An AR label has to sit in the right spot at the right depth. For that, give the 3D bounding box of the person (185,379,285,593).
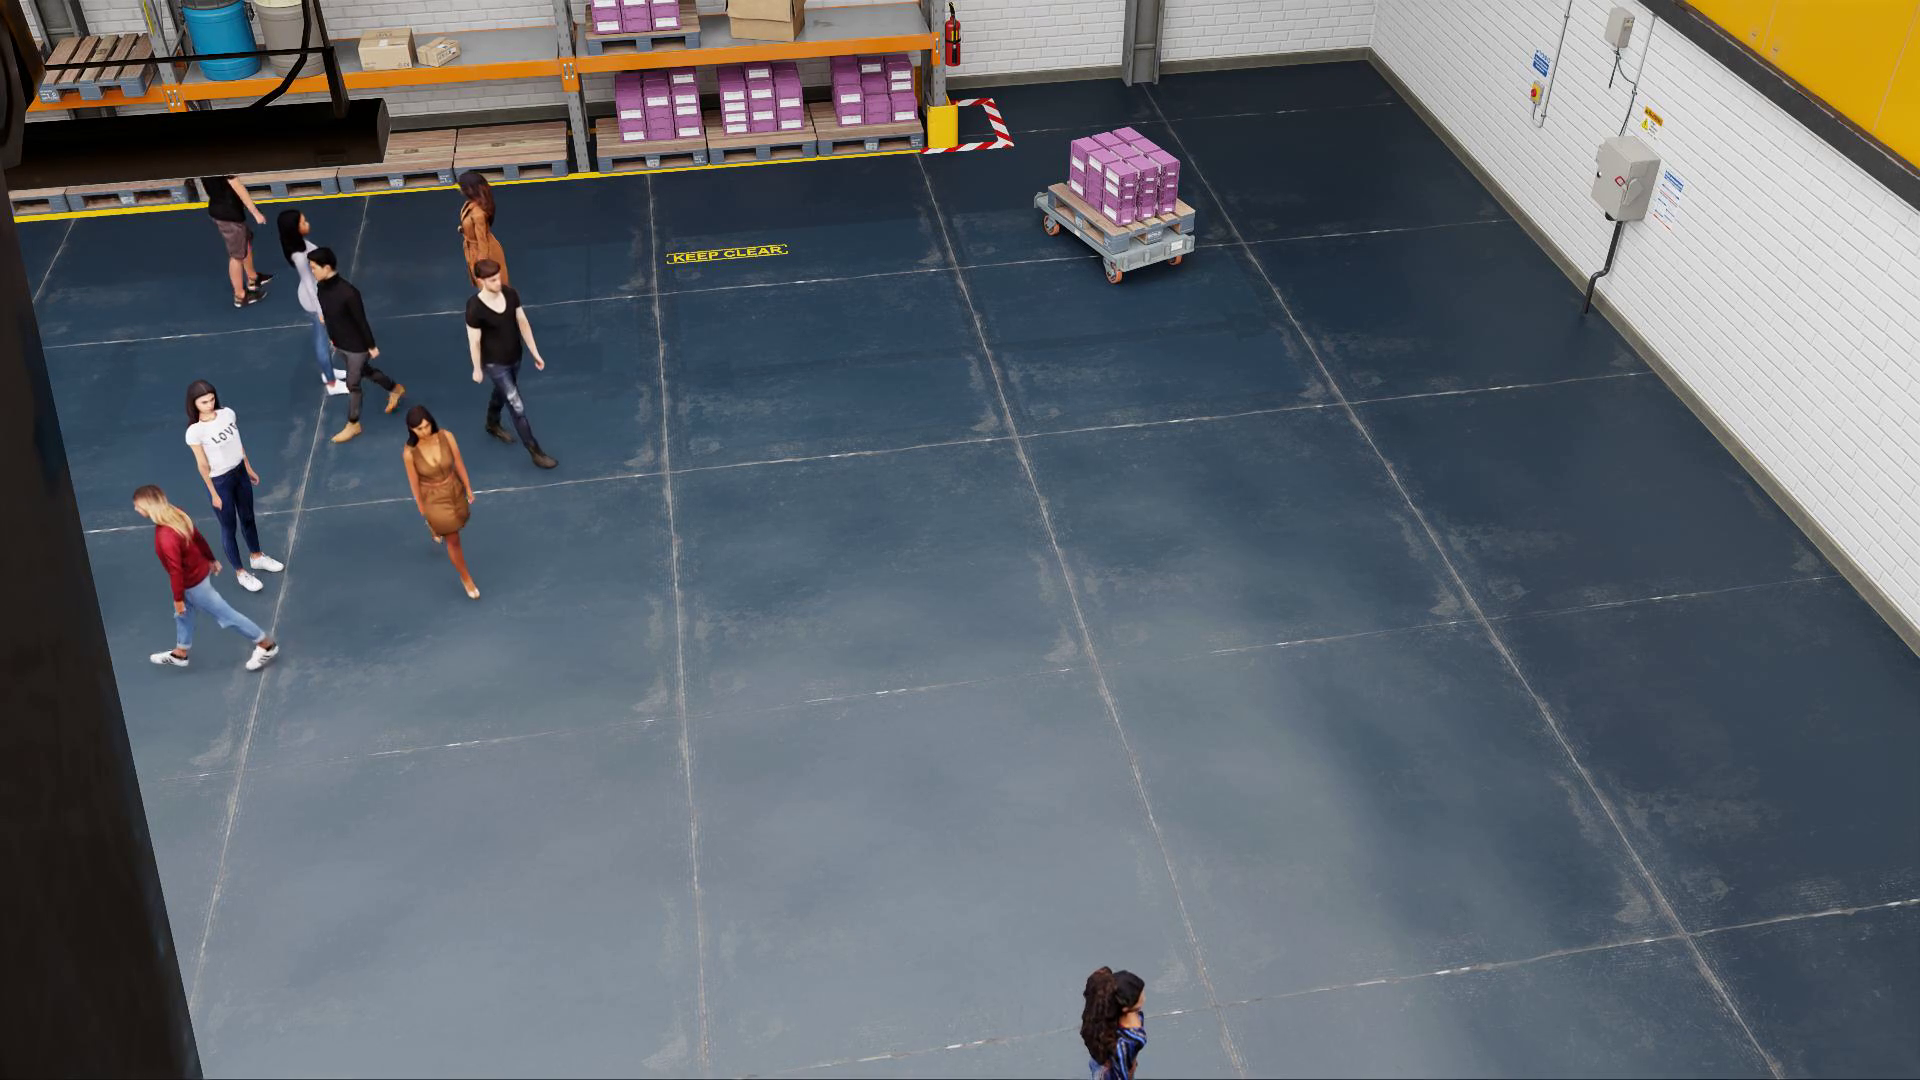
[{"bbox_3d":[-5.478,-0.426,12.423,0.681,1.775,0.668,14,41,17],"label":"person"}]

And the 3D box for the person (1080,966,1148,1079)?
[{"bbox_3d":[0.757,2.748,8.577,0.789,1.615,0.677,-1,39,-1],"label":"person"}]

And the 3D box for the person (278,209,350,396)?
[{"bbox_3d":[-5.653,-2.085,14.531,0.603,1.736,0.651,-14,41,-17],"label":"person"}]

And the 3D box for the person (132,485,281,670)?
[{"bbox_3d":[-5.304,0.283,11.686,1.141,1.586,0.728,-12,40,-15],"label":"person"}]

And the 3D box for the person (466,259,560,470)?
[{"bbox_3d":[-3.835,-1.516,13.727,1.230,1.851,1.144,22,44,26],"label":"person"}]

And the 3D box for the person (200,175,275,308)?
[{"bbox_3d":[-6.964,-3.044,15.646,0.891,1.843,0.953,30,48,32],"label":"person"}]

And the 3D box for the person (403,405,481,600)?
[{"bbox_3d":[-3.891,-0.340,12.406,1.013,1.662,0.965,-30,47,-32],"label":"person"}]

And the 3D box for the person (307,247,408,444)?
[{"bbox_3d":[-5.113,-1.733,14.123,1.082,1.696,1.169,24,45,27],"label":"person"}]

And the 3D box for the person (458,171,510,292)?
[{"bbox_3d":[-4.310,-2.560,15.134,0.601,1.727,0.695,-9,40,-11],"label":"person"}]
